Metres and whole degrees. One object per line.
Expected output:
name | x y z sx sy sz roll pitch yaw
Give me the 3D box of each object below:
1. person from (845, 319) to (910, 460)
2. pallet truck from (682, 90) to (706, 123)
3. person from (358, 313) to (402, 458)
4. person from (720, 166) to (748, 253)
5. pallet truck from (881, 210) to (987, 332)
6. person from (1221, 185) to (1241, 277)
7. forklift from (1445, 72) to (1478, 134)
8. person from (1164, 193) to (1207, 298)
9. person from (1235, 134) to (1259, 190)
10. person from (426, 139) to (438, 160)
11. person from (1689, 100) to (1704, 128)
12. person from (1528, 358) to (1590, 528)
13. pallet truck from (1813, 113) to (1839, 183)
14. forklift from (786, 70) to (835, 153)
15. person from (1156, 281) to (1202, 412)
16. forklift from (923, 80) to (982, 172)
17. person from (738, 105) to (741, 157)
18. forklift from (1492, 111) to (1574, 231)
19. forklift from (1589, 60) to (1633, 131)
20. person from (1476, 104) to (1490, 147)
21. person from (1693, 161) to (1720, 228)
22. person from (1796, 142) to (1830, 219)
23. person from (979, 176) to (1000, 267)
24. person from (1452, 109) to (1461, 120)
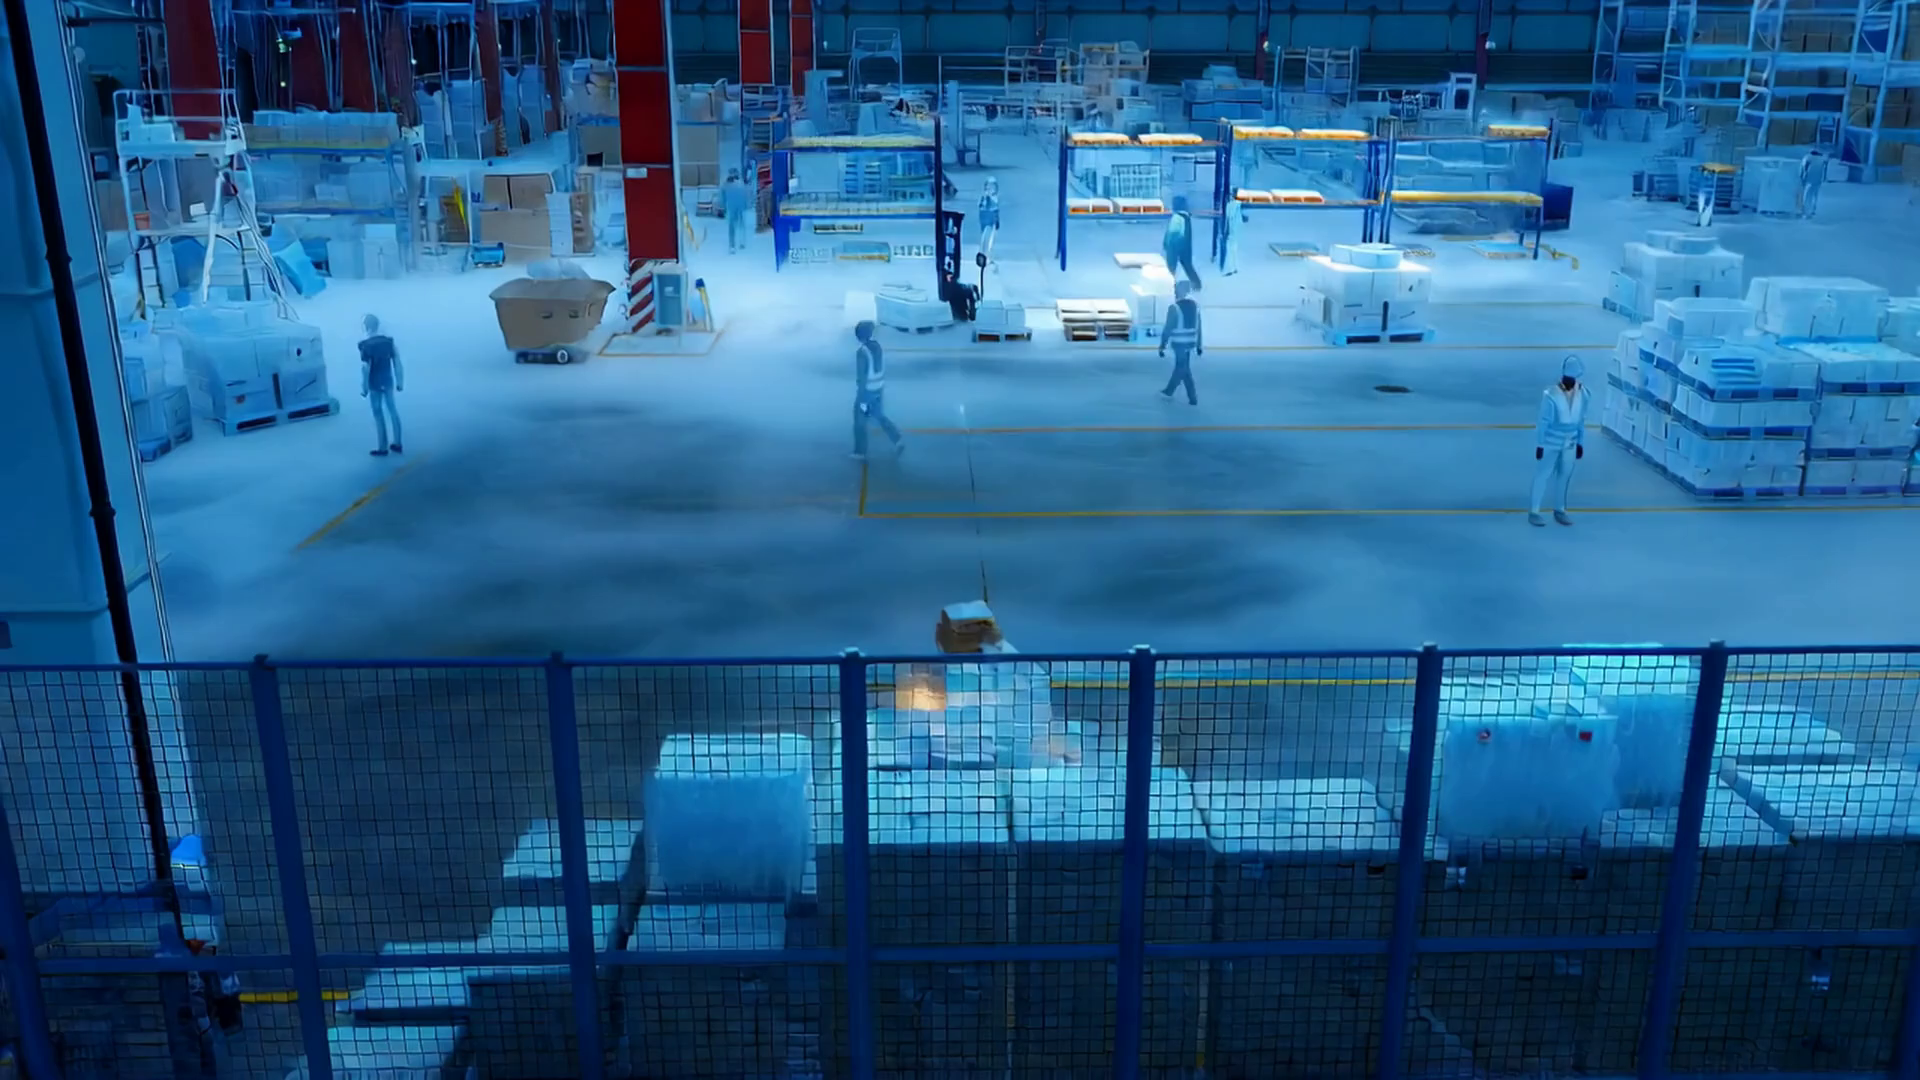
person | -1.071 -1.879 21.025 0.817 1.855 0.569 11 21 29
pallet truck | -9.671 -15.907 62.421 0.823 1.965 1.885 5 19 15
person | -7.450 -1.981 21.315 0.328 1.865 0.521 14 23 36
person | -5.084 -7.506 37.653 0.630 1.908 0.919 0 19 -1
pallet truck | -0.493 -4.759 29.349 1.885 1.965 0.823 -13 23 -34
person | 5.604 -6.365 34.313 0.329 1.871 0.513 11 22 30
forklift | 17.453 -14.903 58.082 1.129 2.768 1.873 -1 19 -1
person | 4.308 -5.666 31.974 0.931 2.000 0.691 16 24 38
person | 8.112 -10.579 46.941 0.627 1.791 0.976 11 21 28
person | -14.597 -10.252 46.116 0.316 1.693 0.557 -11 22 -30
person | 26.857 -15.192 60.764 0.532 1.696 0.319 0 19 -1
person | 6.696 -1.084 18.547 0.603 1.938 0.425 -4 19 -12
pallet truck | 26.403 -11.957 50.702 0.823 1.965 1.885 6 19 16
forklift | -5.176 -15.196 58.951 1.873 2.768 1.129 -7 20 -20
person | 3.130 -2.784 23.757 0.600 1.822 0.994 -14 23 -35
forklift | -0.248 -13.248 53.171 1.873 2.768 1.129 -1 19 -1
person | -7.326 -13.803 56.288 0.370 1.927 0.588 0 19 -1
forklift | 13.943 -9.002 40.577 1.873 2.768 1.129 -1 19 -2
forklift | 26.302 -17.662 66.266 1.873 2.768 1.129 0 19 -1
person | 17.554 -13.638 55.840 0.542 1.915 0.871 -6 20 -18
person | 18.477 -8.548 41.142 0.512 1.641 0.307 1 19 3
person | 21.939 -9.250 42.772 0.627 1.934 0.371 15 24 38
person | 0.648 -6.821 35.579 0.380 1.922 0.591 17 25 40
person | 17.037 -13.997 57.279 0.539 1.657 0.861 -6 20 -18
